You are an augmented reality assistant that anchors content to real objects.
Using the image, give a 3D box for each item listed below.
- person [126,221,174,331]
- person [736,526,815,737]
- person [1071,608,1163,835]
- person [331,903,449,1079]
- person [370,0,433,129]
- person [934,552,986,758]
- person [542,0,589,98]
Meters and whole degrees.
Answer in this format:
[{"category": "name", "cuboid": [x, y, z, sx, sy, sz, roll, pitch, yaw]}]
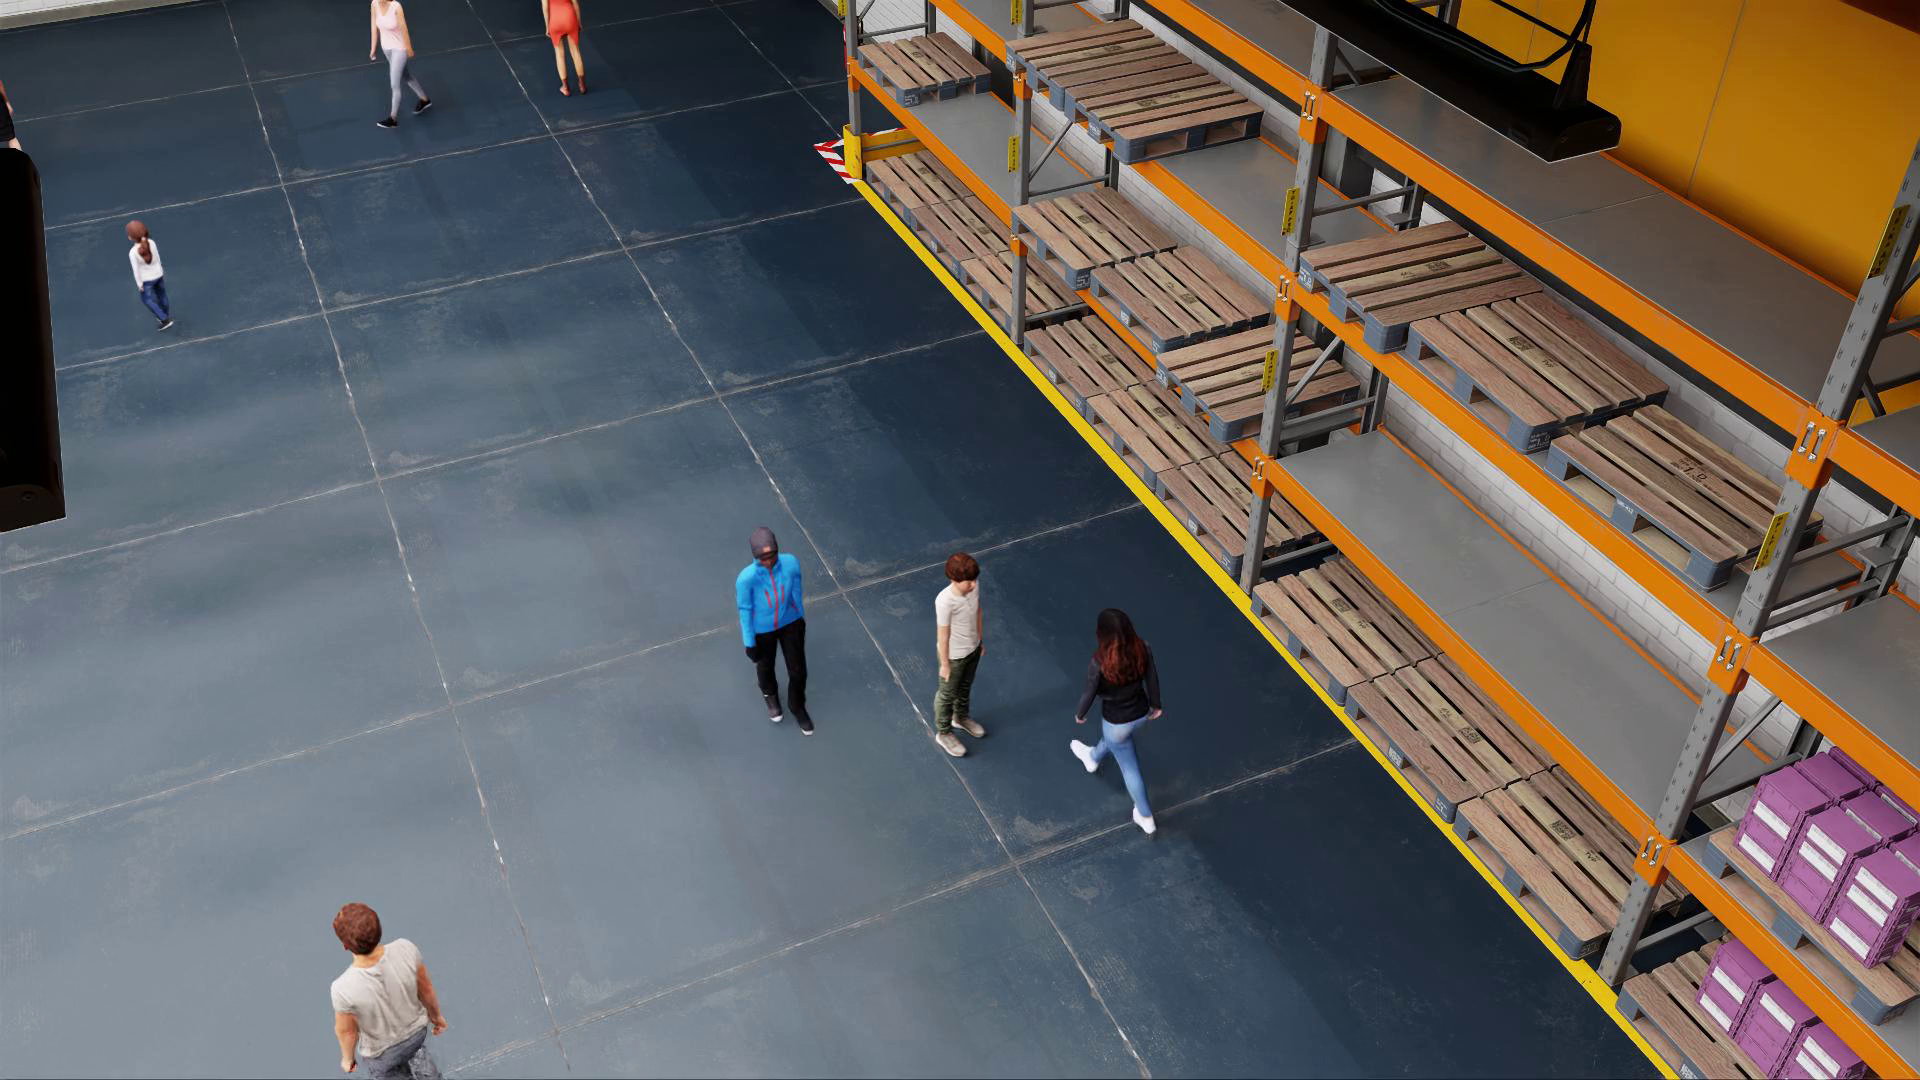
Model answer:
[{"category": "person", "cuboid": [-7.564, -2.478, 15.576, 0.659, 1.107, 0.589, 20, 43, 23]}, {"category": "person", "cuboid": [-1.282, 0.533, 11.282, 0.643, 1.762, 0.751, -15, 41, -18]}, {"category": "person", "cuboid": [1.103, 1.184, 10.618, 0.749, 1.573, 1.171, -19, 43, -23]}, {"category": "person", "cuboid": [-2.875, 2.600, 8.596, 0.784, 1.884, 0.773, 25, 45, 27]}, {"category": "person", "cuboid": [-6.419, -5.633, 19.071, 1.099, 1.677, 1.040, 19, 42, 22]}, {"category": "person", "cuboid": [-0.010, 0.730, 11.122, 0.655, 1.653, 0.635, 25, 45, 28]}, {"category": "person", "cuboid": [-4.683, -6.087, 19.605, 0.596, 1.719, 0.508, -14, 41, -17]}]
